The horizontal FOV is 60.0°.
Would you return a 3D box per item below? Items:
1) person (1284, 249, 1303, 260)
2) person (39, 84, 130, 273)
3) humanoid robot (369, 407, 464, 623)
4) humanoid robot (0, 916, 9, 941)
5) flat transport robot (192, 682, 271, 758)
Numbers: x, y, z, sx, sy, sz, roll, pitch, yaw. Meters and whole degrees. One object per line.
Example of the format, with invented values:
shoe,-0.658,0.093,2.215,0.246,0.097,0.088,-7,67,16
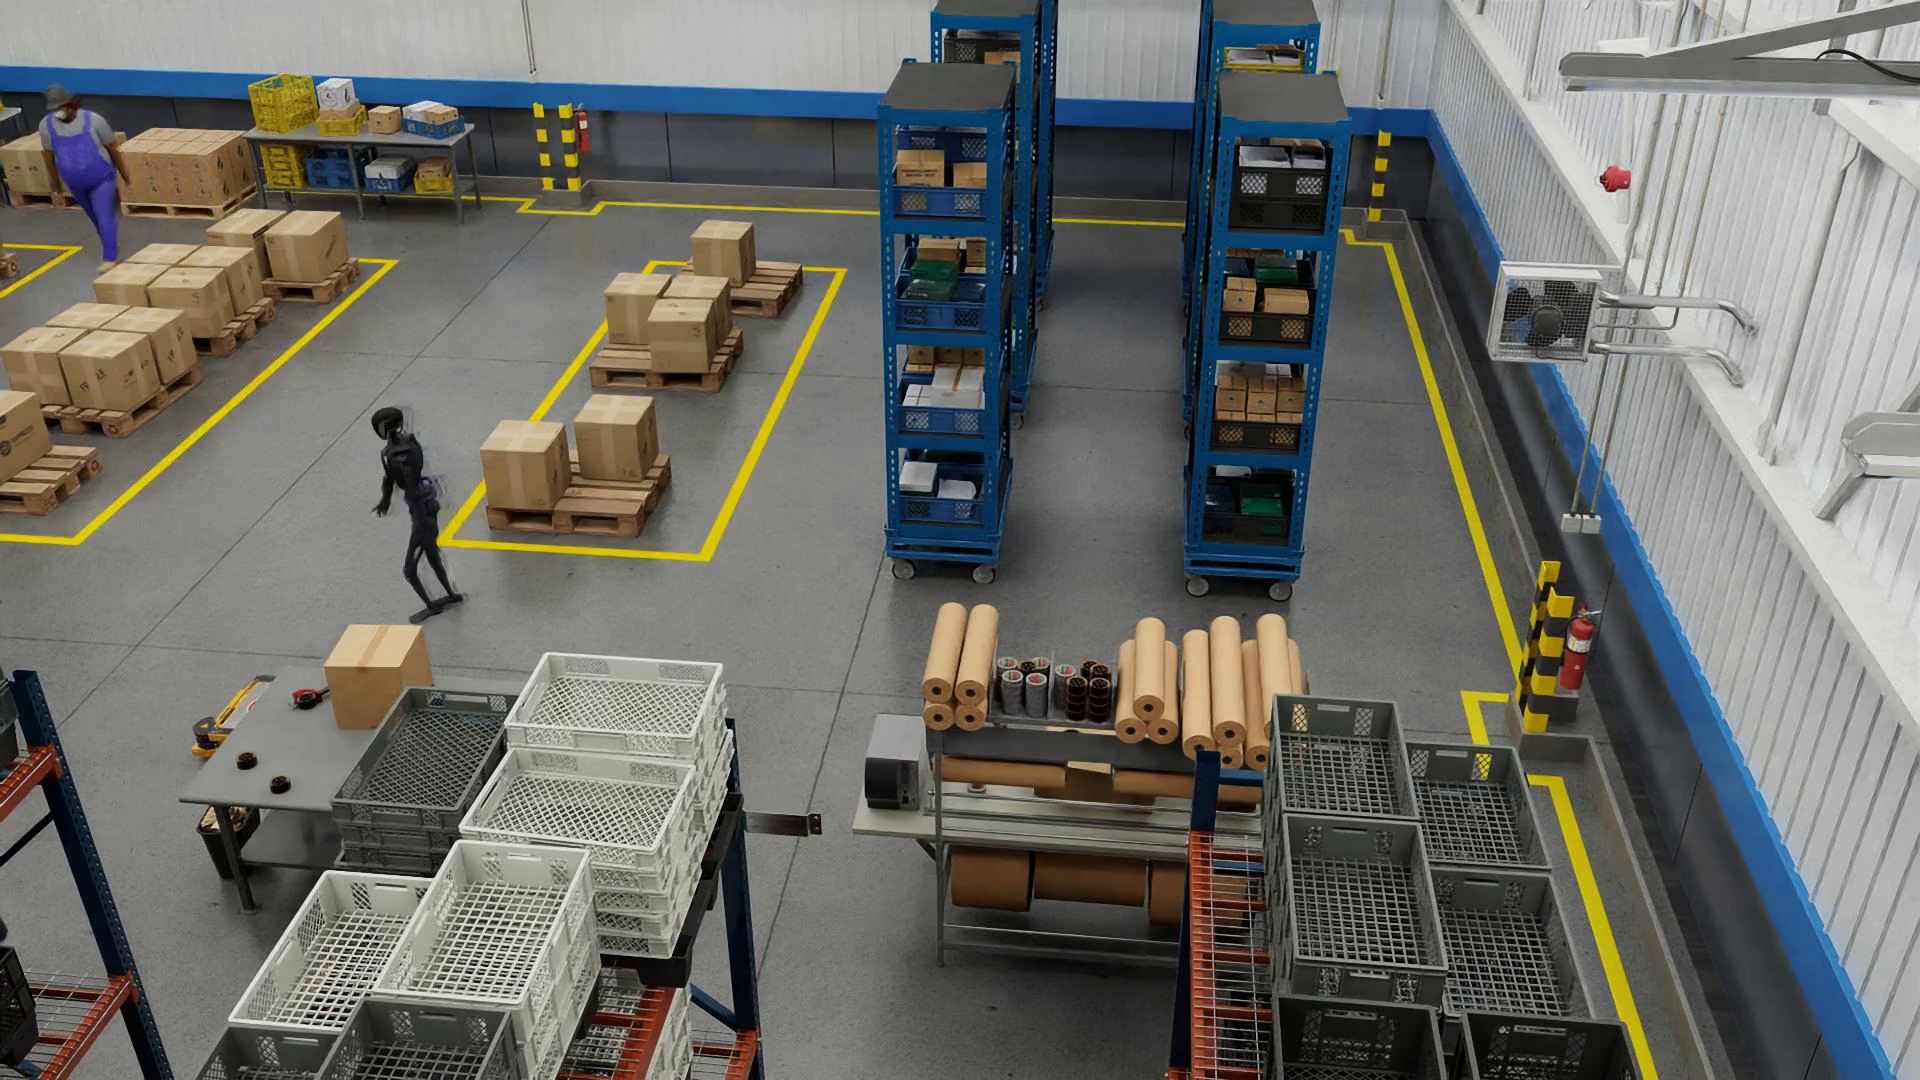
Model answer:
person,2.821,-2.370,15.141,0.573,1.882,0.361,4,30,7
person,-9.288,-3.955,17.707,0.731,2.000,0.981,-4,30,-7
humanoid robot,-3.846,-0.191,11.607,0.585,1.634,0.621,-11,32,-18
humanoid robot,-5.028,1.812,8.150,0.603,1.654,0.318,4,30,7
flat transport robot,-4.089,1.163,10.648,1.431,0.197,0.652,3,30,6
